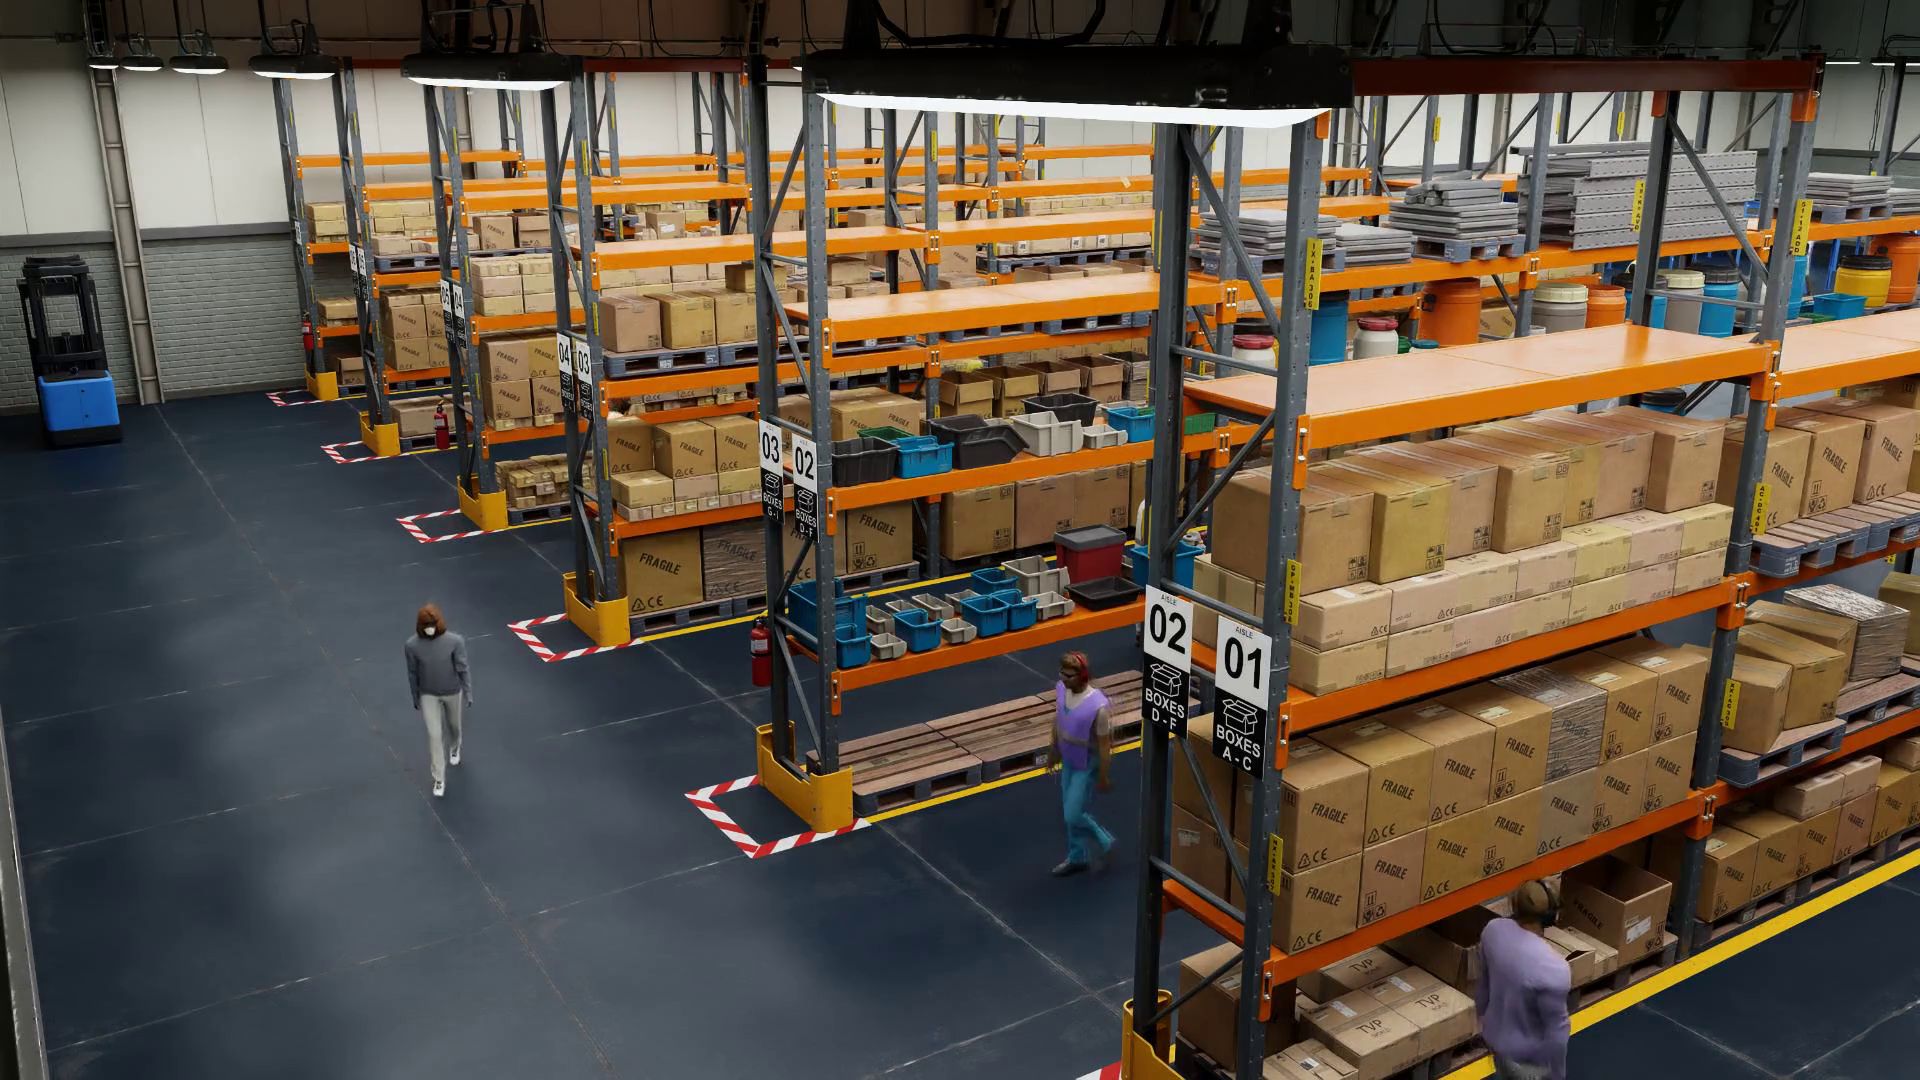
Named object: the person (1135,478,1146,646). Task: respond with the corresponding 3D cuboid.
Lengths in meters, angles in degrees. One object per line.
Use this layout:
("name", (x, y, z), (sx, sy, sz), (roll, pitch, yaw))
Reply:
("person", (1.997, 0.222, 16.380), (0.375, 1.950, 0.614), (-1, 17, -4))

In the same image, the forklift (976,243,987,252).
("forklift", (0.988, -5.474, 34.718), (1.214, 2.155, 2.313), (-10, 20, -31))

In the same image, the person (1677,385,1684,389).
("person", (12.118, -2.964, 26.753), (0.611, 1.996, 0.379), (16, 23, 43))

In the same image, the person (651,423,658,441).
("person", (-4.617, -1.923, 23.659), (0.698, 1.814, 0.600), (-11, 20, -32))

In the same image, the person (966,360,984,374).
("person", (0.240, -1.641, 22.603), (0.983, 1.875, 0.593), (-7, 18, -23))

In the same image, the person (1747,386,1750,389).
("person", (14.926, -3.709, 29.345), (0.402, 1.906, 0.652), (-7, 18, -20))

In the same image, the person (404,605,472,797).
("person", (-4.436, 1.287, 13.491), (0.511, 1.605, 0.801), (-4, 18, -14))

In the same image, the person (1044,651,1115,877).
("person", (0.892, 1.677, 11.823), (0.439, 1.823, 0.560), (-9, 19, -26))

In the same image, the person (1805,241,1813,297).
("person", (21.731, -7.163, 40.708), (0.544, 1.897, 0.992), (-5, 18, -15))

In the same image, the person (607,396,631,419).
("person", (-4.395, -1.065, 20.805), (0.992, 1.826, 0.591), (-12, 20, -33))

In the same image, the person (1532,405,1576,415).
("person", (7.929, -1.264, 21.286), (0.371, 1.934, 0.627), (-13, 21, -36))

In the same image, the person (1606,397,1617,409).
("person", (11.530, -3.057, 27.369), (0.955, 1.810, 0.554), (-13, 21, -35))

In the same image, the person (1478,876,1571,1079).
("person", (2.927, 2.677, 8.373), (0.672, 1.924, 0.640), (-5, 18, -15))

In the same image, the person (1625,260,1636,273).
("person", (15.441, -5.786, 36.266), (0.430, 1.845, 0.621), (11, 20, 33))

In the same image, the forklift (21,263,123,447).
("forklift", (-14.518, -3.079, 25.708), (1.129, 2.768, 1.873), (-10, 20, -31))

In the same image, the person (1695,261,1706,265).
("person", (15.592, -5.014, 33.639), (0.596, 1.899, 0.562), (-14, 22, -39))
